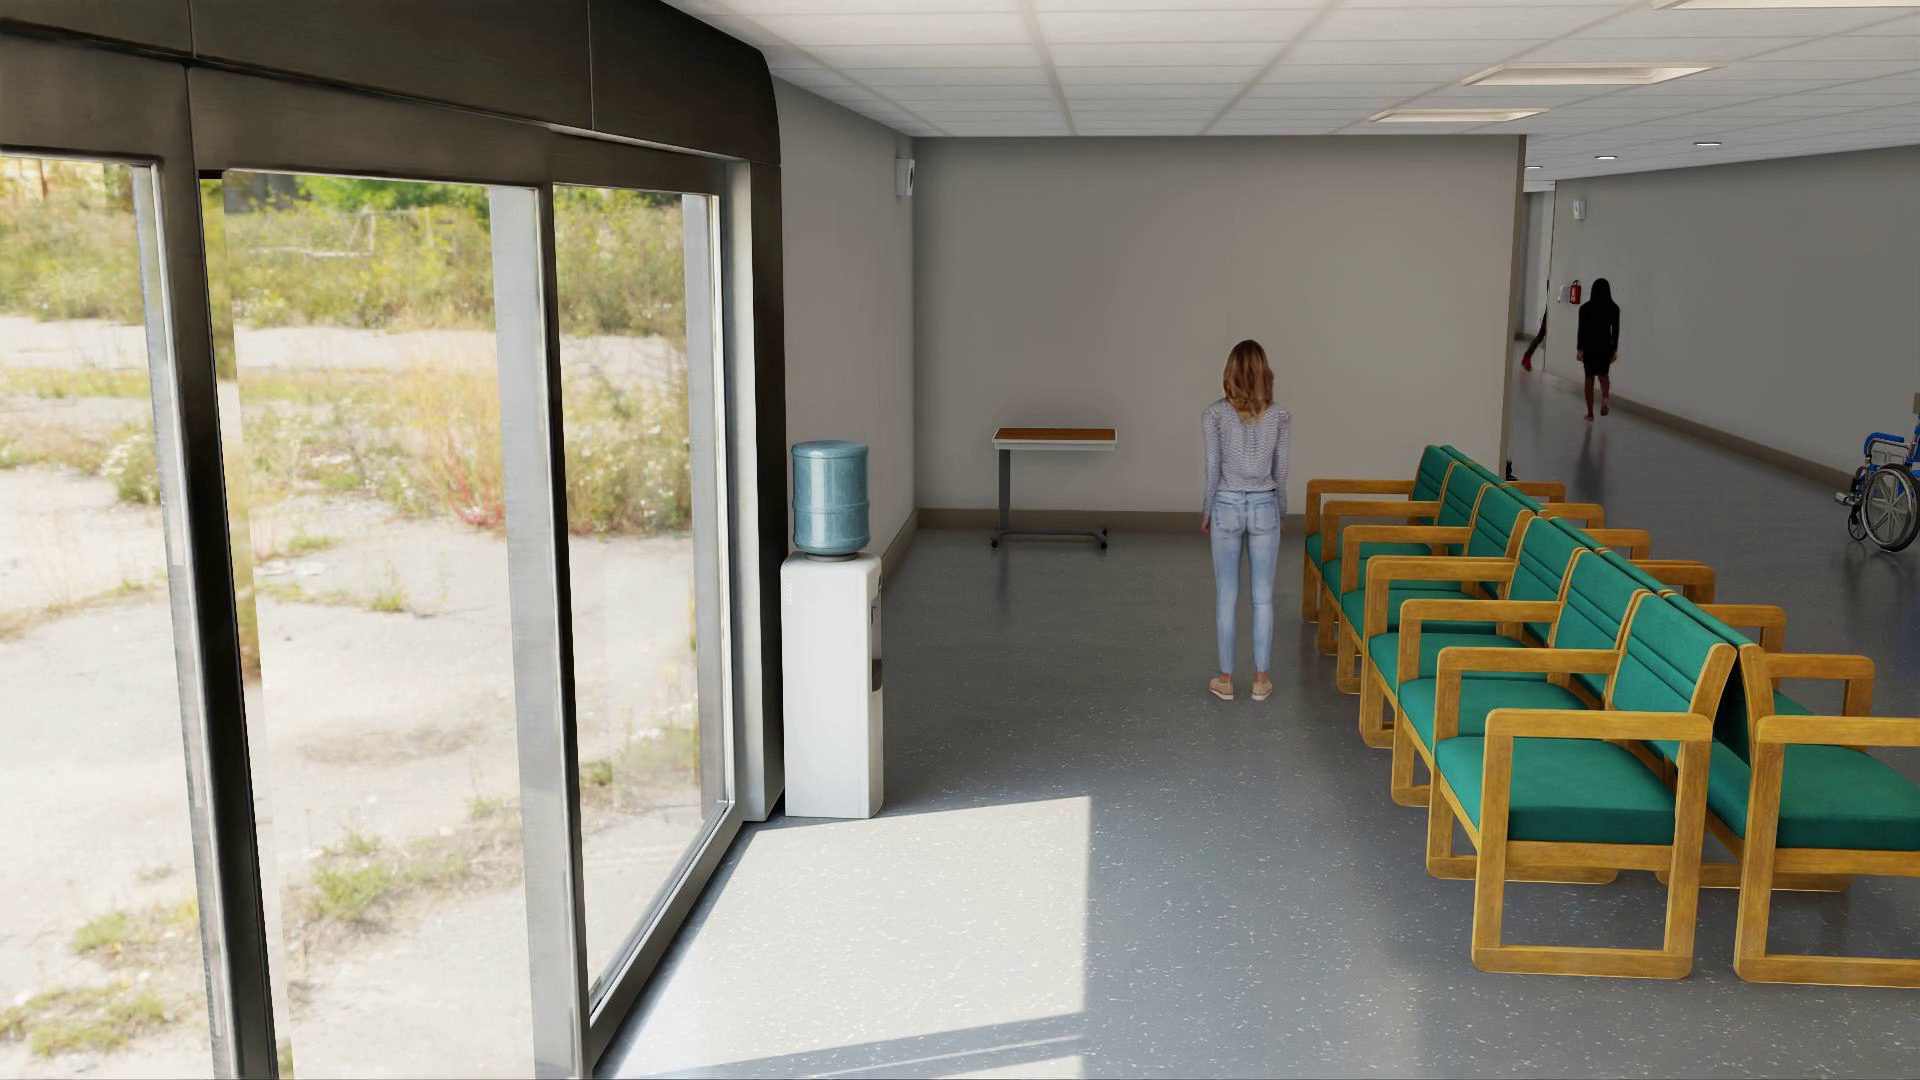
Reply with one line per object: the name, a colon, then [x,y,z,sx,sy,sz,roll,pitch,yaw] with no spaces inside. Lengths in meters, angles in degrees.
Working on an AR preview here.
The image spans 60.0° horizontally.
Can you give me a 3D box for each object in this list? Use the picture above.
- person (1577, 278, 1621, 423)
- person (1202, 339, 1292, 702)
person: [7.611,-2.245,19.800,0.708,1.711,0.679,1,11,7]
person: [1.414,-0.097,8.255,0.453,1.796,0.649,1,11,3]
